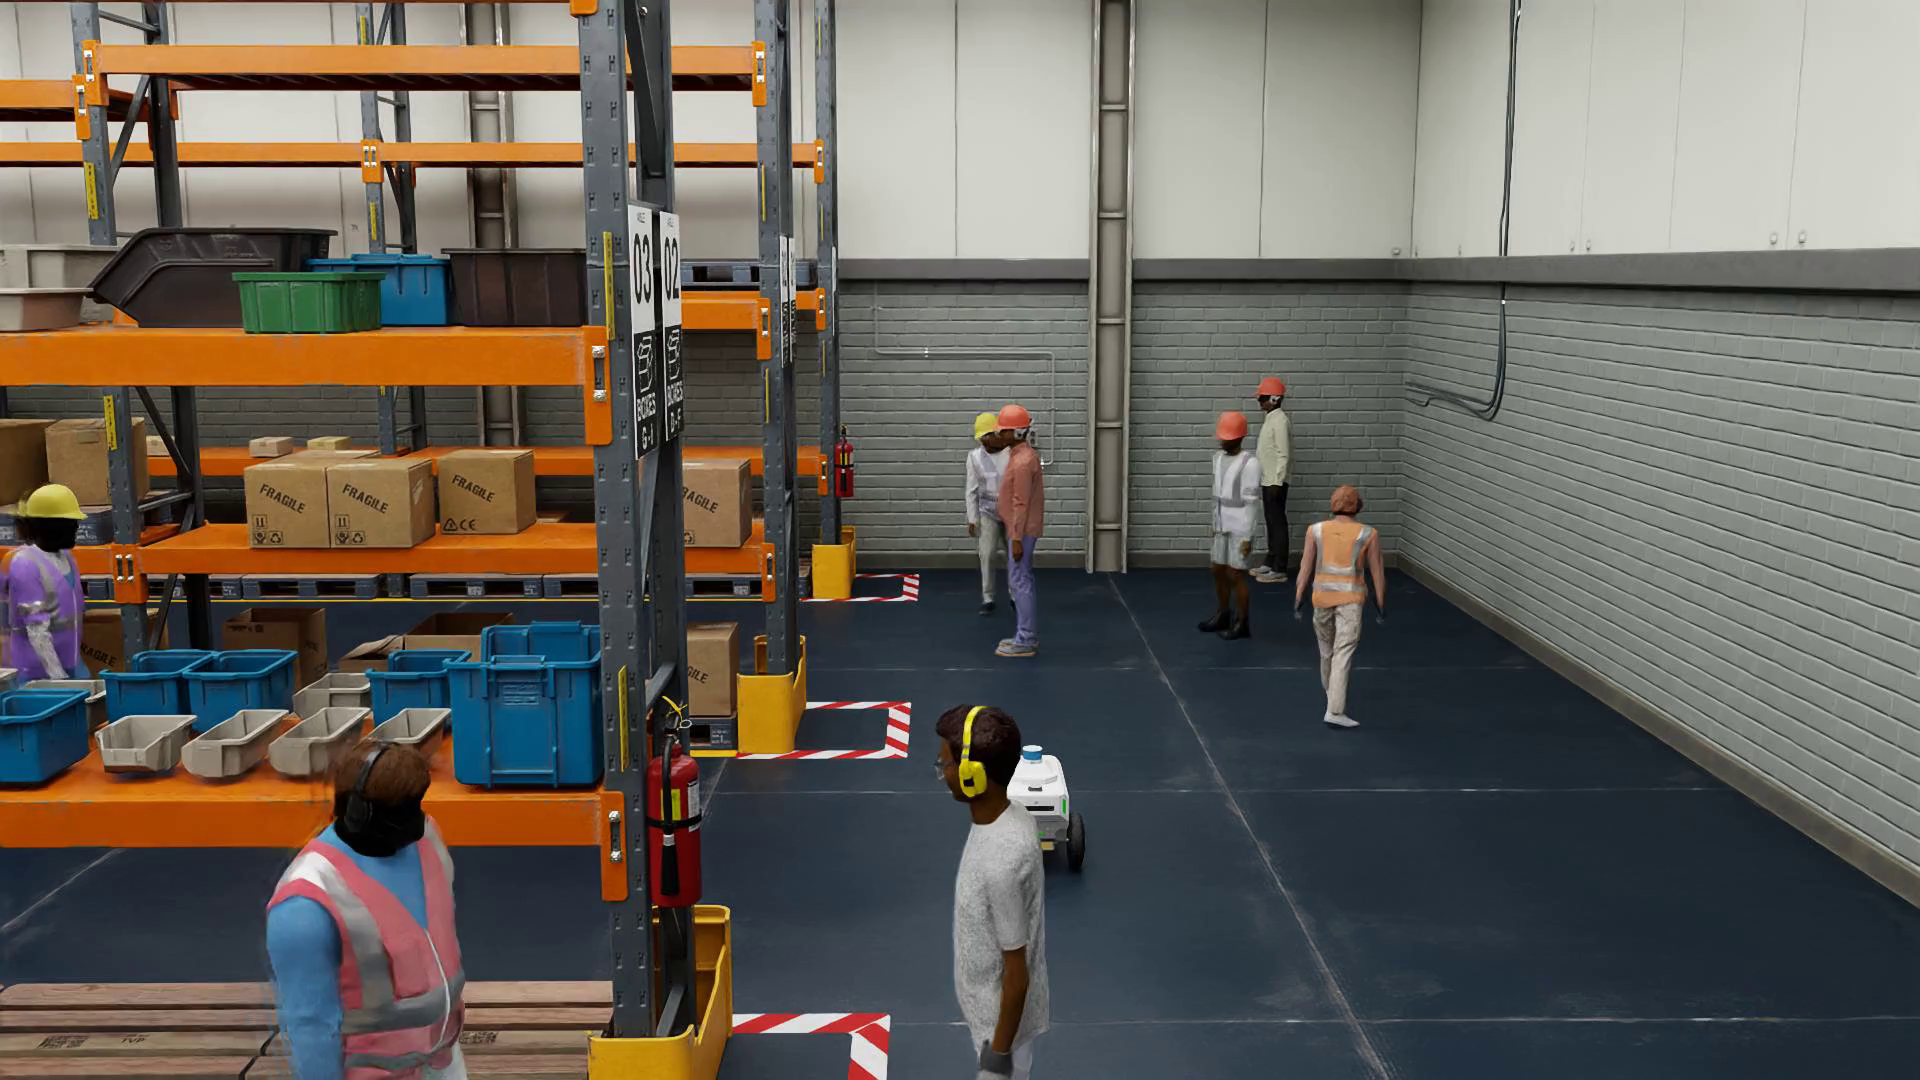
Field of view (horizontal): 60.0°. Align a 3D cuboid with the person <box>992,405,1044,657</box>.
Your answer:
[{"bbox_3d":[0.452,-0.072,13.052,0.410,1.982,0.625,1,9,3],"label":"person"}]

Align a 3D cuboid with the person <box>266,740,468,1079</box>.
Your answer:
[{"bbox_3d":[-1.587,1.407,4.491,0.508,1.817,0.656,3,10,18],"label":"person"}]

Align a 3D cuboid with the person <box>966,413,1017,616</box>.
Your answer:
[{"bbox_3d":[0.368,-0.227,14.584,0.642,1.787,0.435,0,9,-3],"label":"person"}]

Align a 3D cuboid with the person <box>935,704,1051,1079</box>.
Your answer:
[{"bbox_3d":[0.086,1.364,4.610,0.329,1.863,0.513,0,9,1],"label":"person"}]

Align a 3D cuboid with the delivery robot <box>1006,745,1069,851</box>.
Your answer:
[{"bbox_3d":[0.375,1.312,8.640,0.477,0.478,0.707,0,9,-1],"label":"delivery robot"}]

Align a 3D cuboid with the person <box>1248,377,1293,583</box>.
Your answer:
[{"bbox_3d":[3.027,-0.584,16.148,0.395,1.994,0.612,0,9,1],"label":"person"}]

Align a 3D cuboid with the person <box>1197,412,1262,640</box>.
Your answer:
[{"bbox_3d":[2.193,-0.111,13.556,0.457,1.893,0.649,-5,10,-27],"label":"person"}]

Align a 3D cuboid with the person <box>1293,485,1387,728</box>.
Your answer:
[{"bbox_3d":[2.594,0.418,11.281,0.591,1.570,0.905,5,10,27],"label":"person"}]
